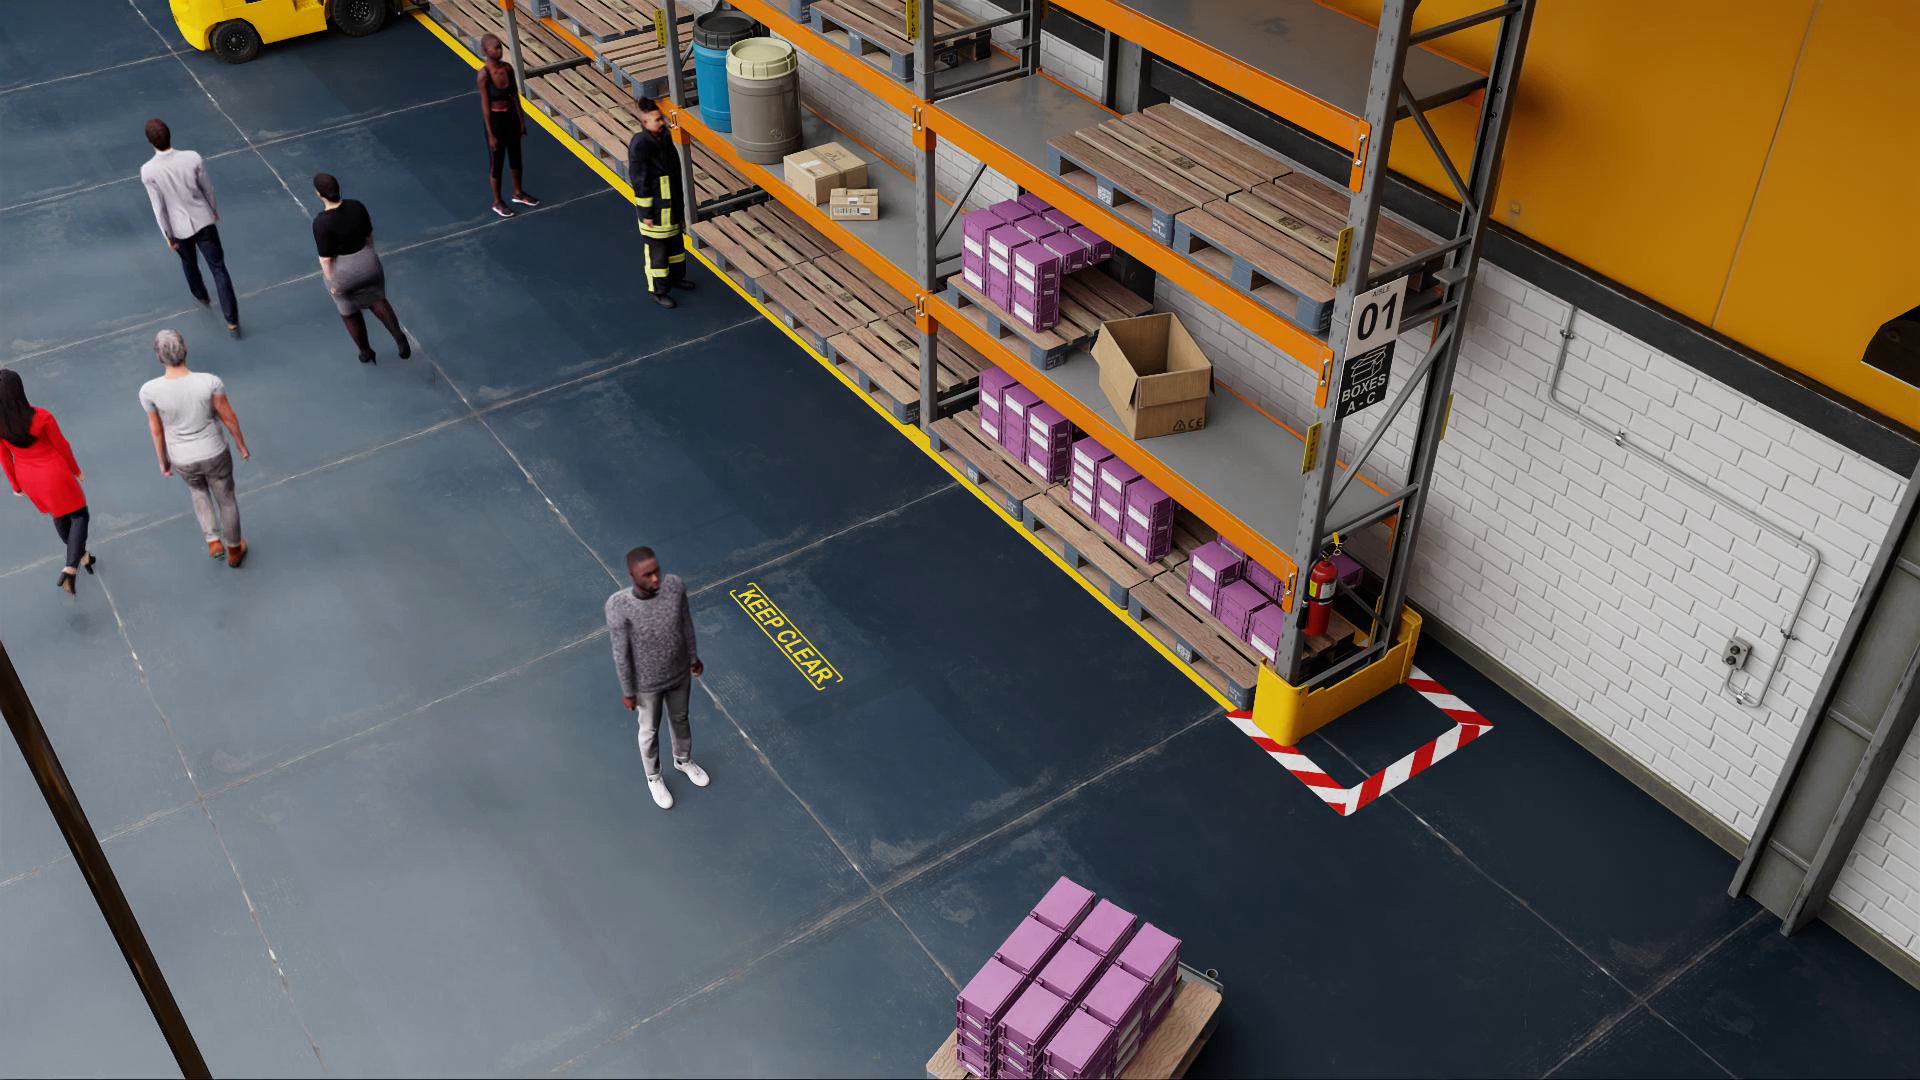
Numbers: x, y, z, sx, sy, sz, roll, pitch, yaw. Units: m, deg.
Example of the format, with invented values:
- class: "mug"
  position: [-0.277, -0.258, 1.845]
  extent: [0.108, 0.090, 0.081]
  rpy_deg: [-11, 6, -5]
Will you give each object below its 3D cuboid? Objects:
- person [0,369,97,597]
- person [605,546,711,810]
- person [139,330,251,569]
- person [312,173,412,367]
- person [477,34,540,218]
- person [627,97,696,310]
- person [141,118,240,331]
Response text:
- class: "person"
  position: [-6.153, -0.341, 11.215]
  extent: [0.838, 1.728, 0.991]
  rpy_deg: [-5, 39, -6]
- class: "person"
  position: [-1.765, 0.767, 9.740]
  extent: [0.705, 1.838, 0.571]
  rpy_deg: [-28, 47, -31]
- class: "person"
  position: [-5.206, -0.540, 11.406]
  extent: [0.818, 1.802, 0.798]
  rpy_deg: [-11, 40, -14]
- class: "person"
  position: [-4.839, -2.132, 13.446]
  extent: [0.968, 1.744, 0.790]
  rpy_deg: [28, 46, 30]
- class: "person"
  position: [-4.330, -3.924, 15.685]
  extent: [0.641, 1.750, 0.651]
  rpy_deg: [25, 45, 28]
- class: "person"
  position: [-2.602, -2.954, 14.376]
  extent: [0.883, 1.867, 0.872]
  rpy_deg: [16, 41, 19]
- class: "person"
  position: [-6.434, -2.606, 13.989]
  extent: [0.739, 1.808, 1.222]
  rpy_deg: [-21, 43, -24]
